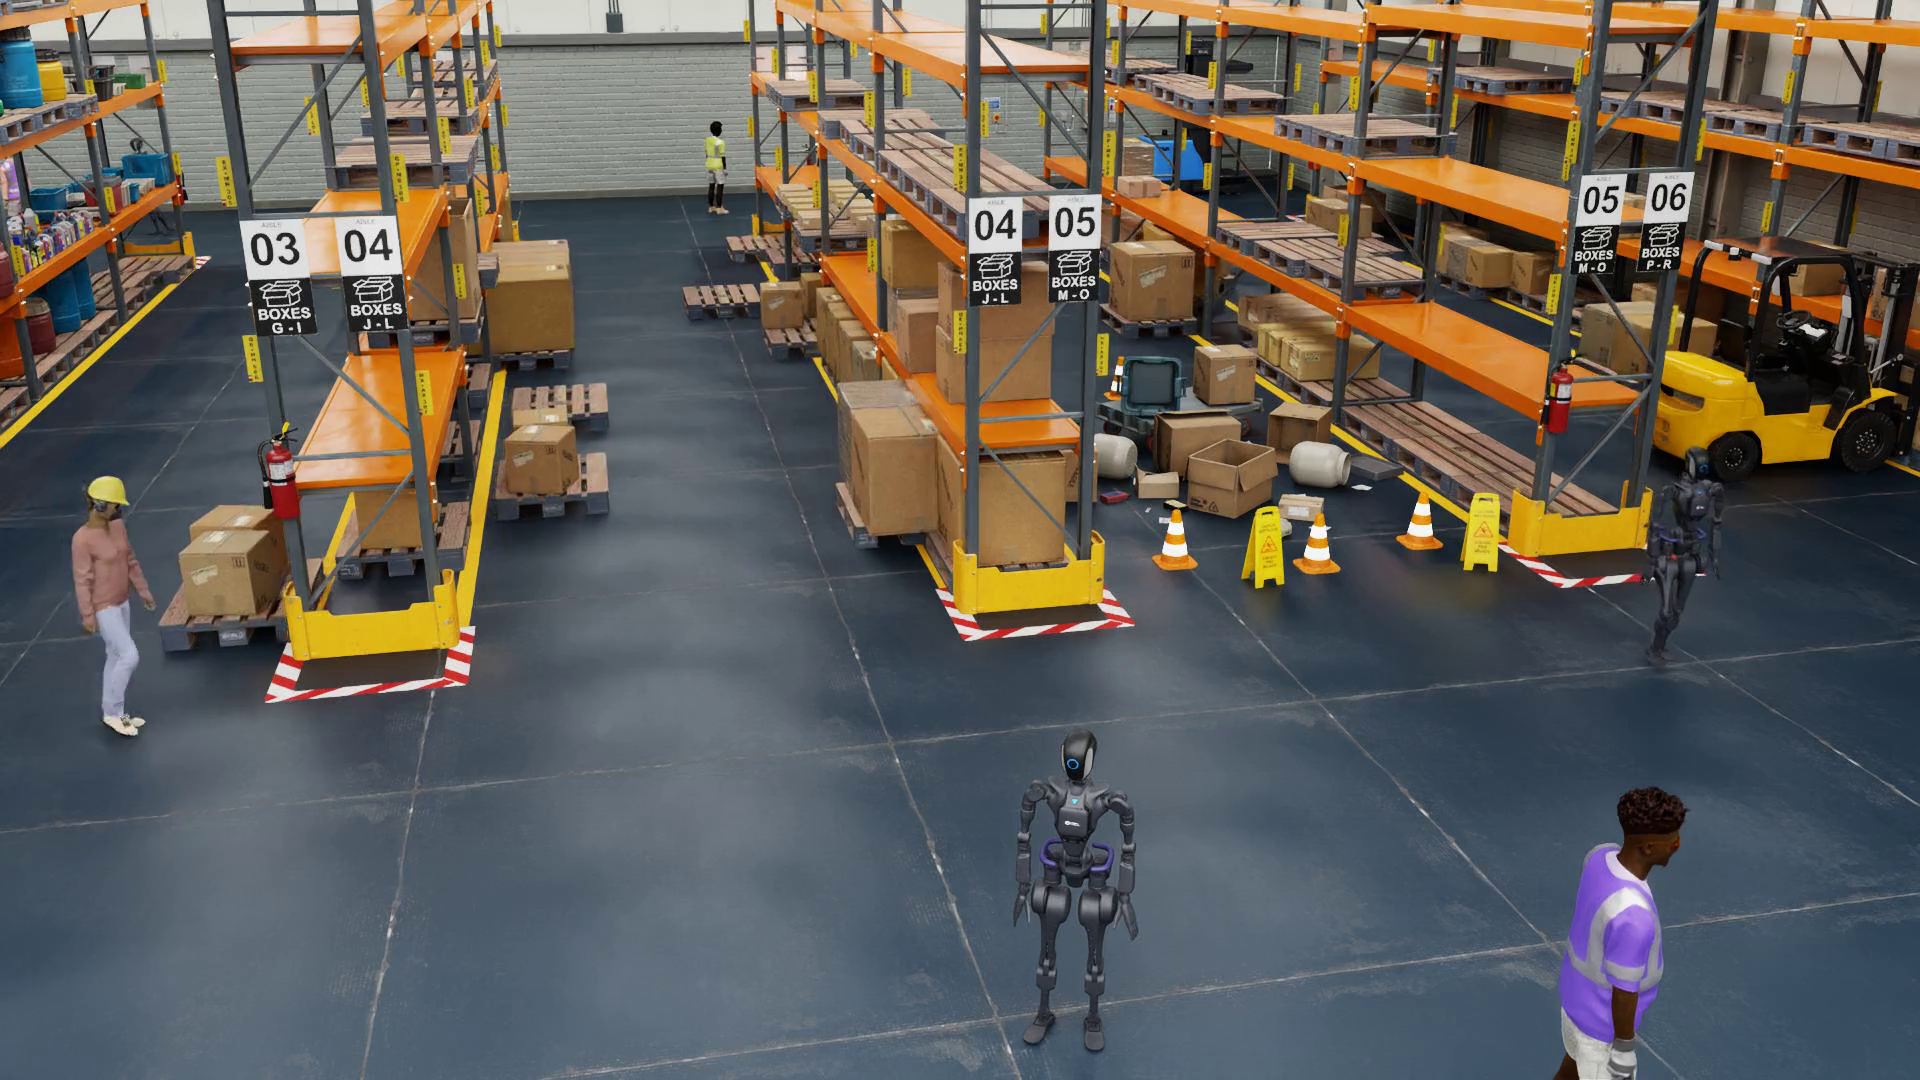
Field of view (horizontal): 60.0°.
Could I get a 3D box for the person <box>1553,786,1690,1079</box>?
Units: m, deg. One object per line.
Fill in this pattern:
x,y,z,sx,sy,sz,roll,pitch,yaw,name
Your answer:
2.624,1.877,6.734,0.381,1.957,0.600,2,21,7,person

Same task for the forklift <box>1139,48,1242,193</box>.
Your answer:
4.566,-8.313,32.860,1.873,2.768,1.129,-4,21,-12,forklift

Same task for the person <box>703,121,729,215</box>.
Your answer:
-4.481,-6.837,30.572,0.538,1.690,0.319,17,26,38,person

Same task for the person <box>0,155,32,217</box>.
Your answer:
-15.368,-5.566,27.154,0.347,1.688,0.489,11,23,28,person

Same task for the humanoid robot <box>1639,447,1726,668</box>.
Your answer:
5.157,0.111,11.895,0.585,1.644,0.422,-3,21,-9,humanoid robot

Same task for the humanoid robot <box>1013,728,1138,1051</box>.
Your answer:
0.545,1.632,7.765,0.599,1.657,0.315,5,21,12,humanoid robot

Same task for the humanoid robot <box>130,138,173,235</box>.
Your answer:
-13.877,-6.062,28.502,0.592,1.640,0.395,11,23,27,humanoid robot

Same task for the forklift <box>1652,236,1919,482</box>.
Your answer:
8.013,-1.814,16.330,2.313,2.155,1.214,-4,21,-12,forklift

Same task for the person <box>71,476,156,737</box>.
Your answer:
-5.560,0.434,10.942,0.459,1.727,0.552,0,20,1,person
